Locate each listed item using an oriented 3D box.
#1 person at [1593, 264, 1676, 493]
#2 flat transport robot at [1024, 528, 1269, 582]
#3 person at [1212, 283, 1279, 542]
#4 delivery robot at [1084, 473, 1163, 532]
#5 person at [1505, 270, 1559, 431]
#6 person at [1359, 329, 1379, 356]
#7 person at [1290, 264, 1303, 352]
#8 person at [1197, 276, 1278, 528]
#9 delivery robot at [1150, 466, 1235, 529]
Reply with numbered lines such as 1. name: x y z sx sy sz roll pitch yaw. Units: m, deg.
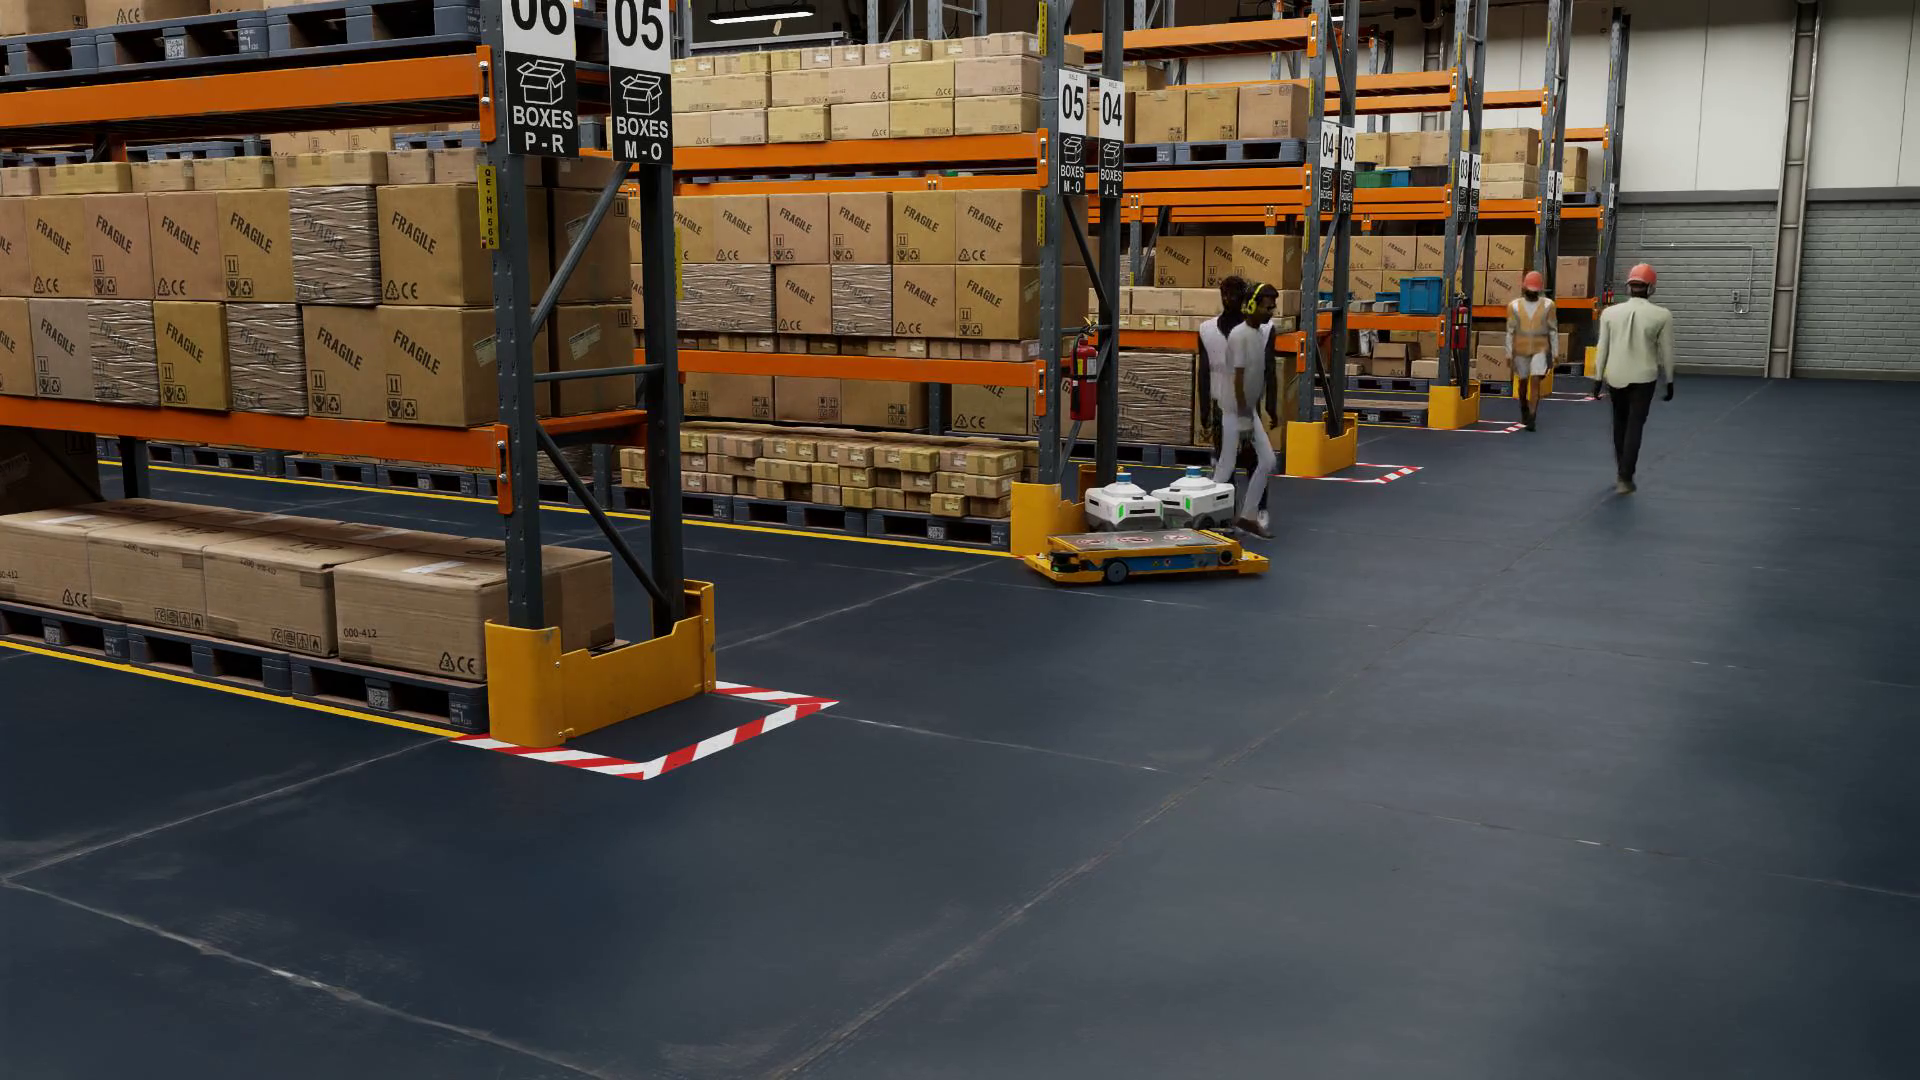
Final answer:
1. person: 5.929 -1.416 14.533 0.650 1.946 0.989 8 12 39
2. flat transport robot: 1.187 0.087 10.647 1.431 0.197 0.652 -3 10 -16
3. person: 2.033 -0.891 11.783 0.613 1.839 0.603 7 12 35
4. delivery robot: 1.108 -0.215 11.310 0.477 0.478 0.707 -3 10 -16
5. person: 6.745 -2.241 19.606 0.612 1.879 0.908 4 10 22
6. person: 7.164 -3.879 29.154 0.584 1.882 0.337 -5 11 -26
7. person: 4.549 -2.692 22.042 0.372 1.940 0.632 7 12 37
8. person: 2.067 -1.016 12.404 0.619 1.890 0.462 4 10 22
9. delivery robot: 1.632 -0.272 11.643 0.477 0.478 0.707 7 12 36
